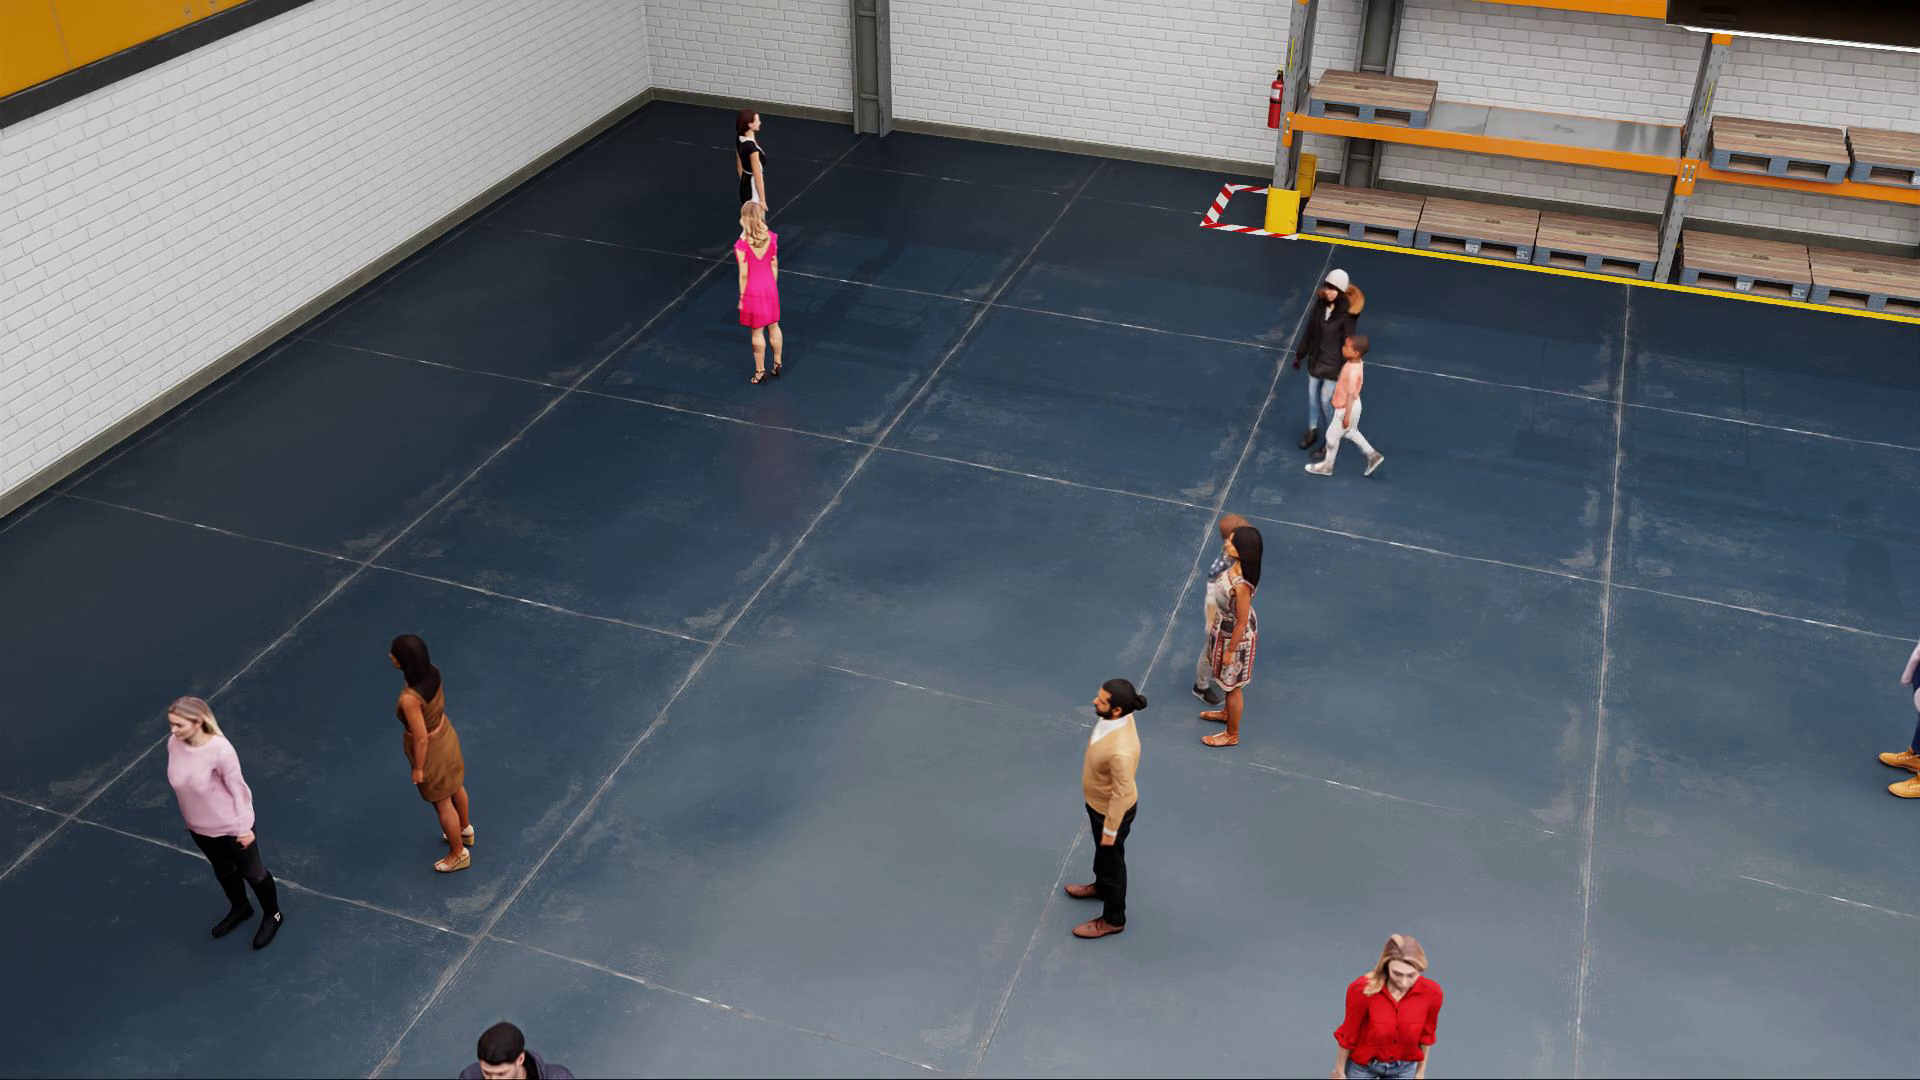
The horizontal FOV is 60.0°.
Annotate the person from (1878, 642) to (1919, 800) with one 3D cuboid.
[{"bbox_3d":[6.124,0.837,10.250,0.618,1.745,0.695,10,35,14],"label":"person"}]

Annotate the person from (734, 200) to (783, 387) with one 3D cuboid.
[{"bbox_3d":[-1.788,-2.205,14.841,0.664,1.728,0.692,-24,40,-31],"label":"person"}]

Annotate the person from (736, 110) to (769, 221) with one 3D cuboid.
[{"bbox_3d":[-2.065,-3.421,16.611,0.713,1.795,0.635,-17,37,-24],"label":"person"}]

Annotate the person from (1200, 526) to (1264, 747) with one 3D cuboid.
[{"bbox_3d":[1.770,0.604,10.690,0.617,1.645,0.699,3,34,5],"label":"person"}]

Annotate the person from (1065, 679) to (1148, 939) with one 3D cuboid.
[{"bbox_3d":[0.836,1.471,9.287,0.735,1.754,0.744,-2,34,-4],"label":"person"}]

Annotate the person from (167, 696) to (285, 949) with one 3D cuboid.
[{"bbox_3d":[-4.102,1.544,9.238,0.471,1.688,0.658,10,35,15],"label":"person"}]

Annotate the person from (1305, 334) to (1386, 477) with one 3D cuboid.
[{"bbox_3d":[3.213,-1.084,13.546,0.833,1.294,0.489,12,35,17],"label":"person"}]

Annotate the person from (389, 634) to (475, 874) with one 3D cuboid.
[{"bbox_3d":[-3.075,1.233,9.704,0.620,1.690,0.630,-1,34,-1],"label":"person"}]

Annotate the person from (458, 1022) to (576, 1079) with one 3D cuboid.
[{"bbox_3d":[-1.860,2.738,7.258,0.648,1.892,0.812,-1,34,-1],"label":"person"}]

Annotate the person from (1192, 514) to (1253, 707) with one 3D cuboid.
[{"bbox_3d":[1.770,0.444,11.120,0.577,1.436,0.587,-29,43,-36],"label":"person"}]

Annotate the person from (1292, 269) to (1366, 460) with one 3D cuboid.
[{"bbox_3d":[3.084,-1.520,13.901,0.830,1.629,0.765,-25,41,-32],"label":"person"}]

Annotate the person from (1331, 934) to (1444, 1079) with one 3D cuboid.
[{"bbox_3d":[1.982,2.467,7.836,0.565,1.703,0.742,0,34,0],"label":"person"}]
